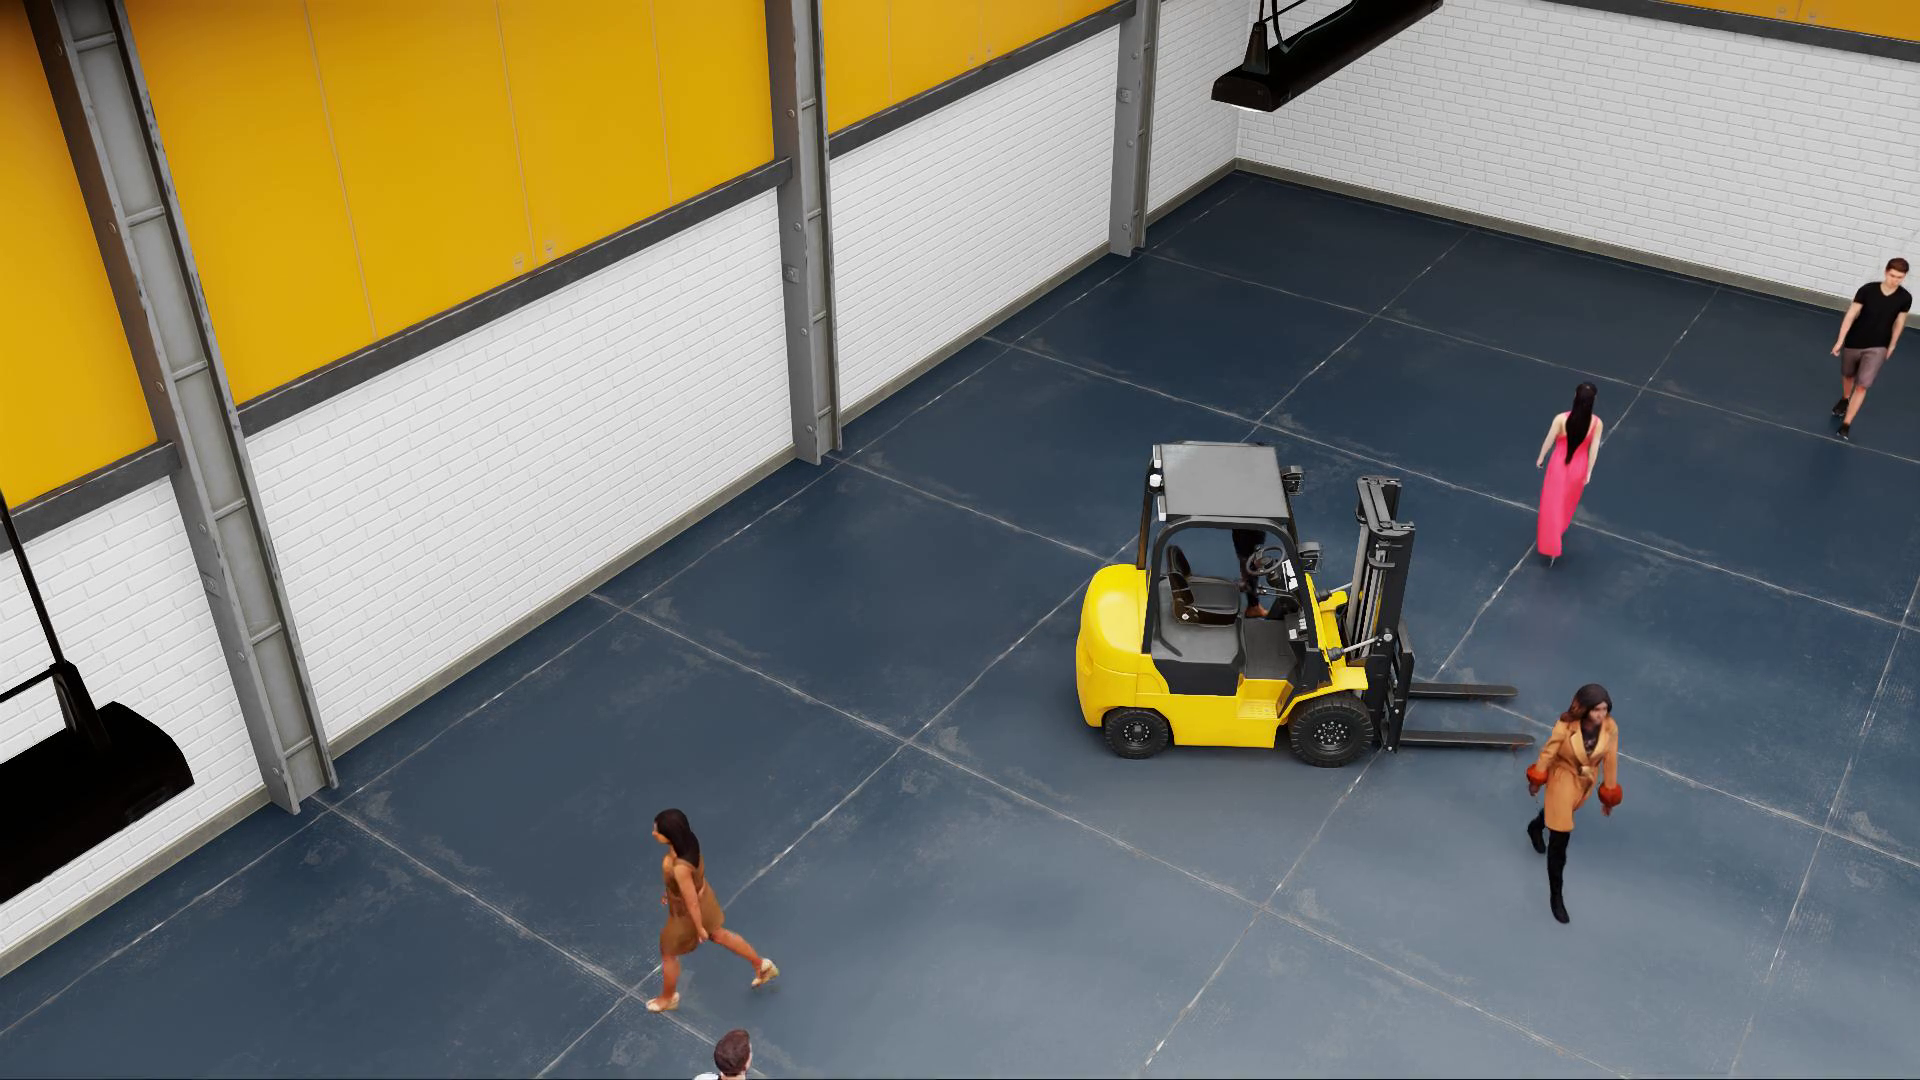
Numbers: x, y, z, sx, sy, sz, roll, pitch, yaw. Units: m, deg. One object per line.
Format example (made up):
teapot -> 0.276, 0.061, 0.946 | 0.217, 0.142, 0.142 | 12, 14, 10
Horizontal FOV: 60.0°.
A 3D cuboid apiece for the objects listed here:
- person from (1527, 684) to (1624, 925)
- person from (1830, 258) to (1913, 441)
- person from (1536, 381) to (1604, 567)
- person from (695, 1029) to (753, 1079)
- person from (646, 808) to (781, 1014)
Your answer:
person -> 4.041, 1.611, 11.130 | 1.177, 1.663, 1.301 | -2, 34, -3
person -> 8.928, -1.951, 16.358 | 0.691, 1.808, 1.198 | 21, 39, 28
person -> 5.235, -0.535, 14.325 | 0.871, 1.700, 1.041 | 3, 34, 5
person -> -1.141, 3.265, 8.482 | 0.742, 1.840, 0.703 | 14, 36, 20
person -> -1.552, 2.259, 10.165 | 1.059, 1.652, 1.045 | -3, 34, -5
